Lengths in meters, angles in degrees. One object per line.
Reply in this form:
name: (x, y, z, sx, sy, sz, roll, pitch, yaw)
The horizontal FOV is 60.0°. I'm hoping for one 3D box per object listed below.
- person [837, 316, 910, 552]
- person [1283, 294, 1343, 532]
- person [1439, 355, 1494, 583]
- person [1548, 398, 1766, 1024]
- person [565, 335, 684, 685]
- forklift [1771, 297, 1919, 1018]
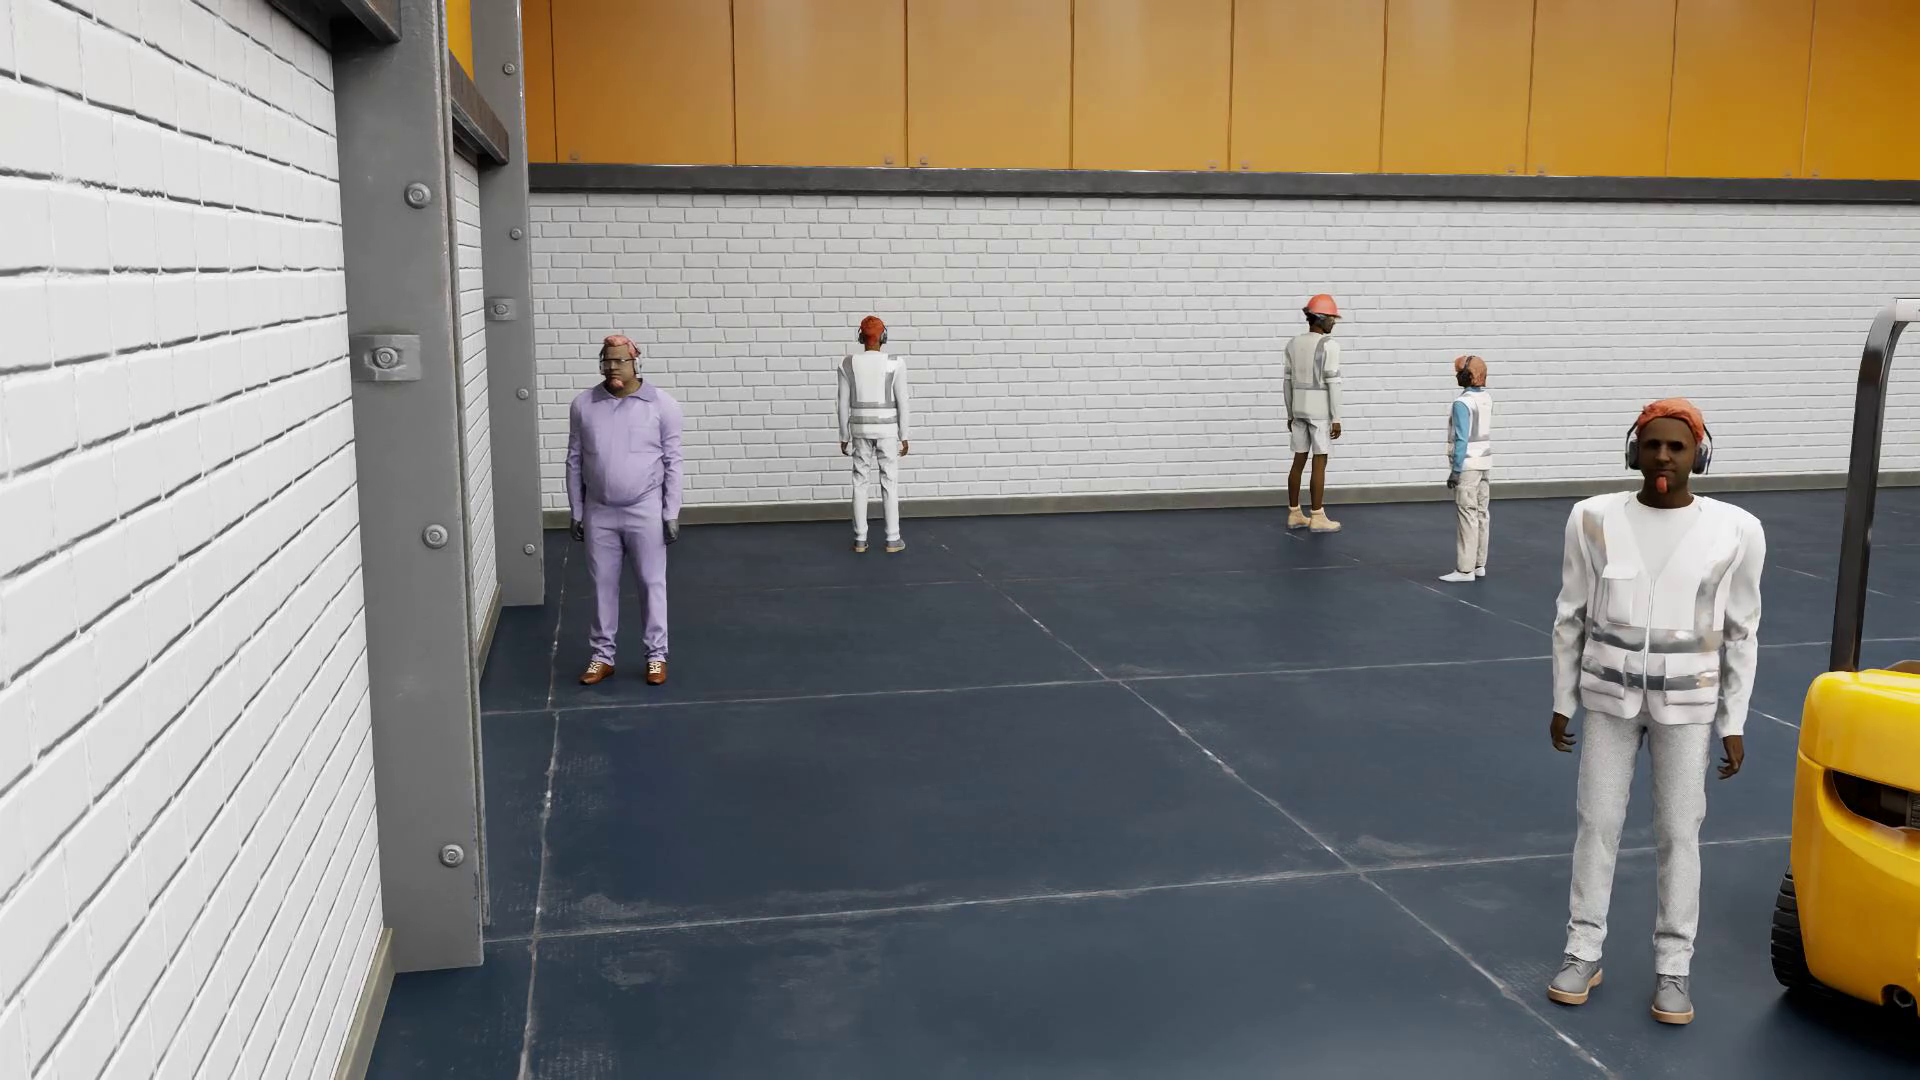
person: (-0.682, -0.835, 13.245, 0.573, 1.884, 0.356, 1, 9, 6)
person: (3.064, -1.089, 14.324, 0.388, 2.036, 0.615, -6, 11, -32)
person: (3.667, -0.507, 11.983, 0.314, 1.641, 0.515, 8, 12, 39)
person: (2.083, 0.511, 5.040, 0.574, 1.884, 0.356, 5, 11, 28)
person: (-1.827, -0.157, 9.043, 0.642, 1.909, 0.408, 0, 9, 2)
forklift: (3.542, 0.334, 5.177, 2.313, 2.155, 1.214, -9, 13, -43)
